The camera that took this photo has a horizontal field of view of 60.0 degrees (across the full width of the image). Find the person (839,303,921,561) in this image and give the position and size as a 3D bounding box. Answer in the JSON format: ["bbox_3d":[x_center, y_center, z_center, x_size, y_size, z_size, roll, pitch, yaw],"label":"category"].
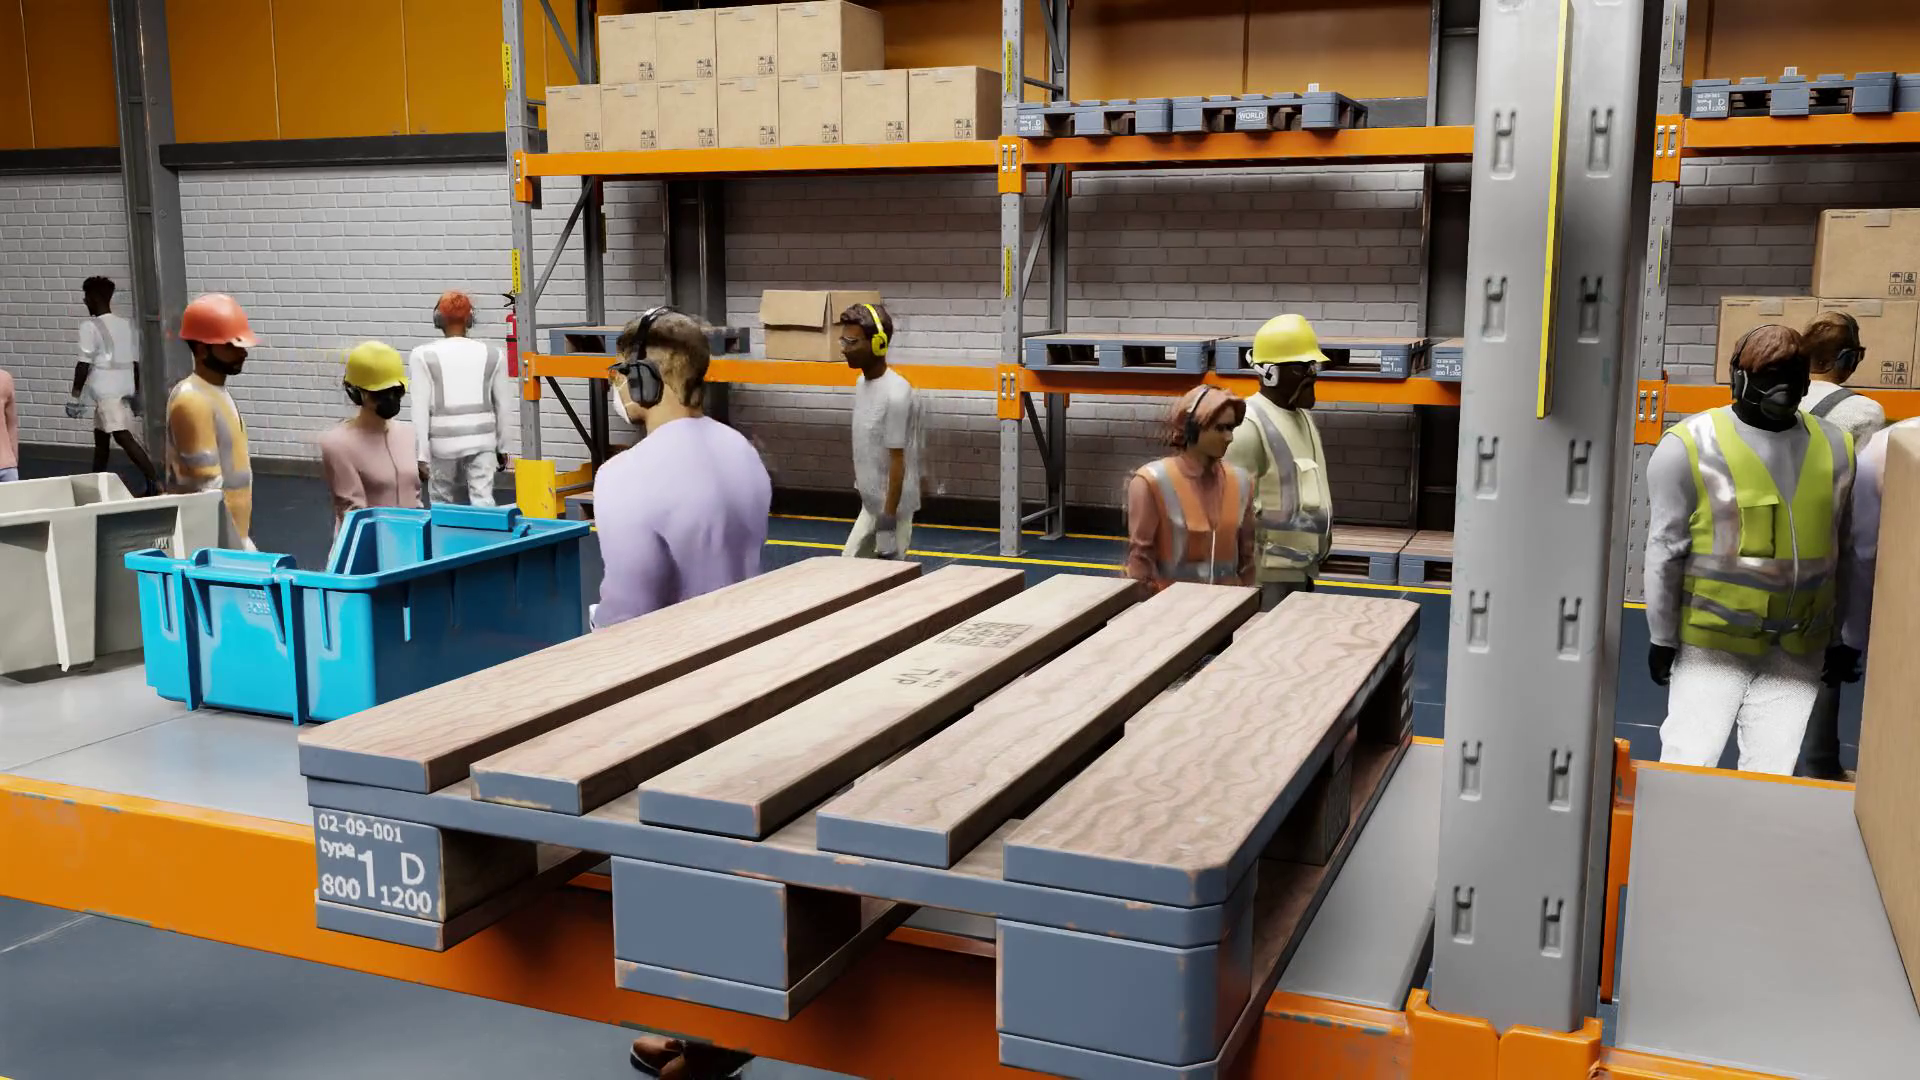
[{"bbox_3d":[-0.347,-0.105,7.275,0.436,1.845,0.559,-4,10,-24],"label":"person"}]

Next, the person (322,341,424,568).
[{"bbox_3d":[-2.163,0.115,6.311,0.614,1.732,0.531,4,10,24],"label":"person"}]

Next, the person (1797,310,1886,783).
[{"bbox_3d":[3.243,0.053,6.341,0.328,1.842,0.515,-6,11,-34],"label":"person"}]

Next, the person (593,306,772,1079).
[{"bbox_3d":[-0.685,0.409,3.979,0.437,1.917,0.648,4,10,24],"label":"person"}]

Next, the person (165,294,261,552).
[{"bbox_3d":[-2.877,-0.039,6.753,0.950,1.888,0.557,-2,10,-13],"label":"person"}]

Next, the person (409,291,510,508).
[{"bbox_3d":[-3.017,-0.557,10.002,0.604,1.840,0.925,-5,11,-30],"label":"person"}]

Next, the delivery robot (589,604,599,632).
[{"bbox_3d":[-1.366,0.404,7.811,0.707,0.478,0.477,-3,10,-19],"label":"delivery robot"}]

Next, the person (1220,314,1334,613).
[{"bbox_3d":[1.174,0.087,6.171,0.404,1.835,0.587,6,11,33],"label":"person"}]

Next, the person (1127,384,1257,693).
[{"bbox_3d":[0.761,0.289,5.571,0.530,1.619,0.390,-5,11,-28],"label":"person"}]

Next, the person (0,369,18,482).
[{"bbox_3d":[-5.358,-0.367,9.092,0.324,1.767,0.533,1,10,7],"label":"person"}]

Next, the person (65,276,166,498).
[{"bbox_3d":[-7.108,-1.246,13.928,0.994,1.918,0.624,1,10,5],"label":"person"}]

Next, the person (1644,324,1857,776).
[{"bbox_3d":[2.357,0.284,4.967,0.632,1.843,0.429,-1,9,-4],"label":"person"}]

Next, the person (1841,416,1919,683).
[{"bbox_3d":[2.931,0.316,4.847,0.688,1.816,0.443,6,11,30],"label":"person"}]
